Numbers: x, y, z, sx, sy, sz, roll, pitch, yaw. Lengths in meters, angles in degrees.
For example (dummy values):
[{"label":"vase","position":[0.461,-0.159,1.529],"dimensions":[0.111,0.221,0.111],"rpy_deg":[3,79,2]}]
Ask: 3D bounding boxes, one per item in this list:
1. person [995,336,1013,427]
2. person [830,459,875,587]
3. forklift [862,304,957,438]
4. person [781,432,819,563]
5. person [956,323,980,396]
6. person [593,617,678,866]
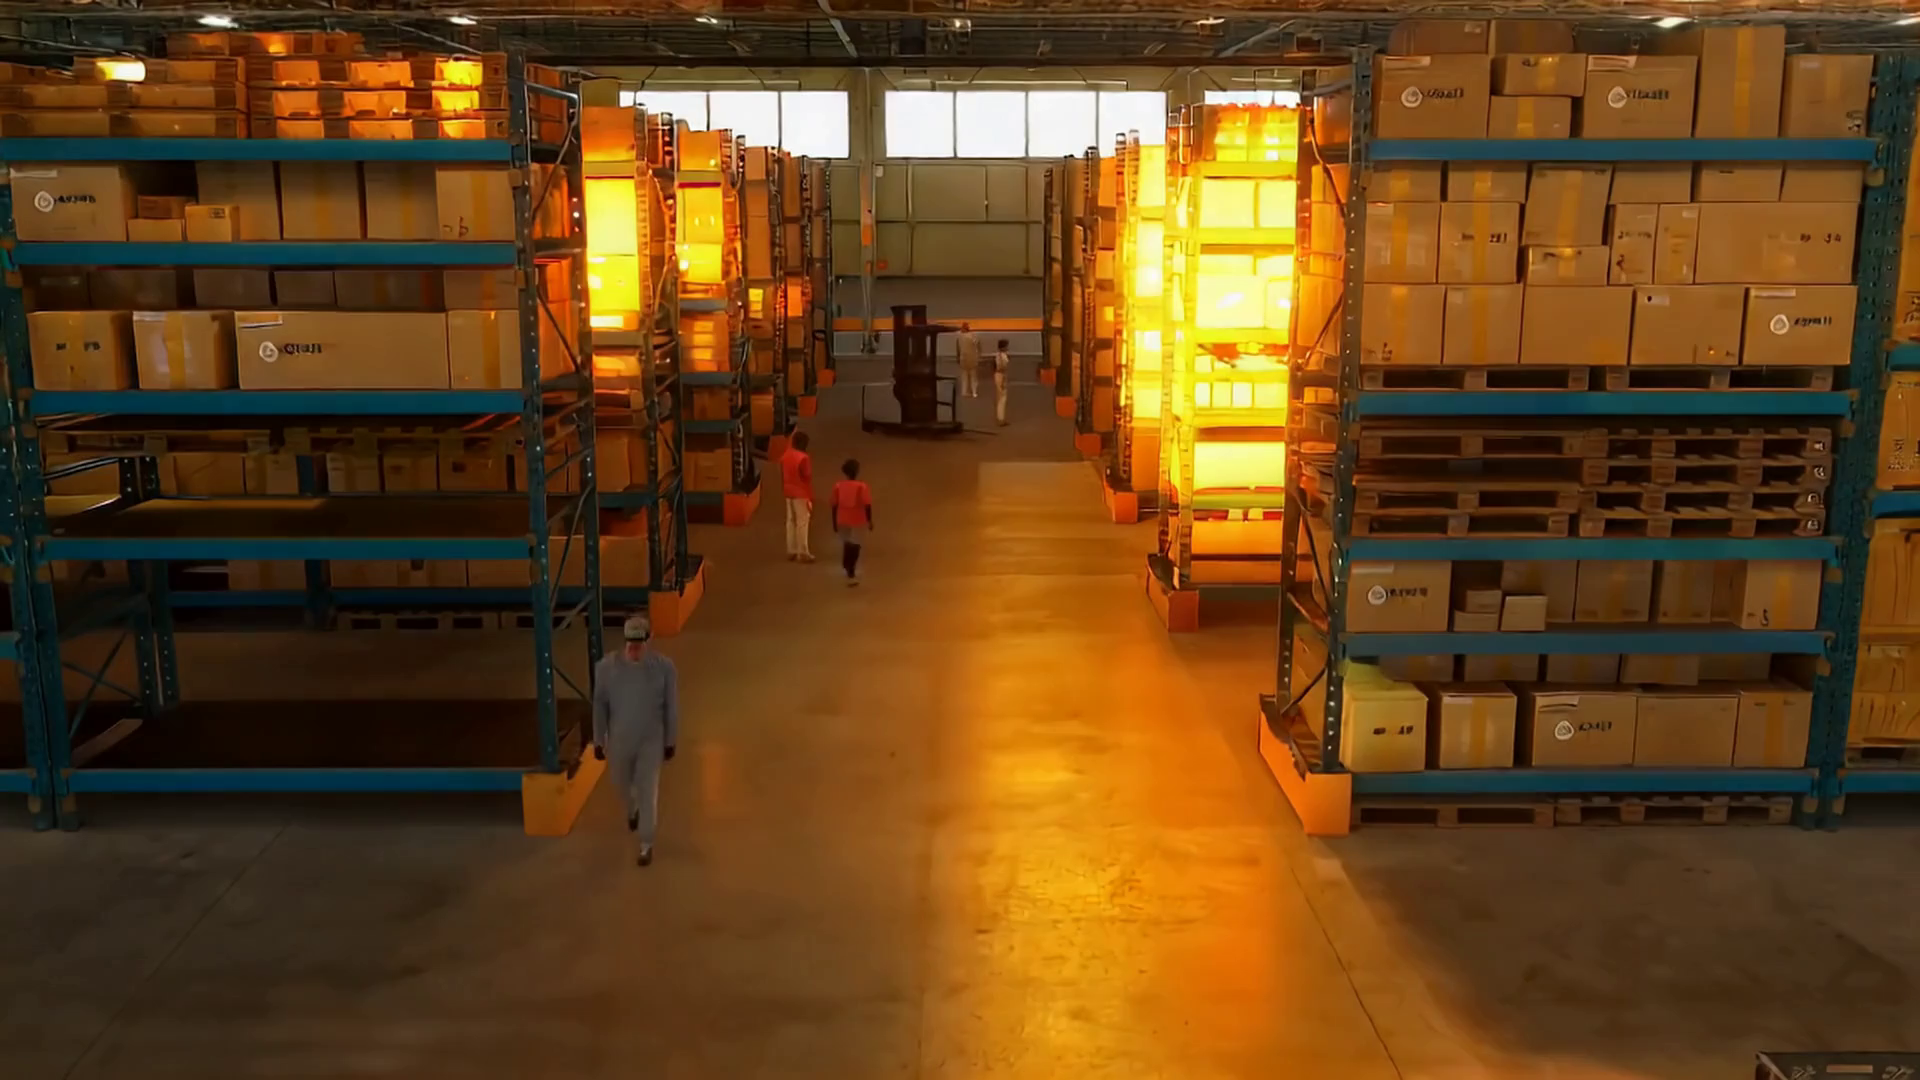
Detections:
[{"label":"person","position":[0.997,-3.585,37.559],"dimensions":[0.393,2.039,0.613],"rpy_deg":[0,11,-2]},{"label":"person","position":[-1.391,-0.238,21.868],"dimensions":[0.540,1.675,0.567],"rpy_deg":[5,12,23]},{"label":"forklift","position":[-1.109,-3.705,36.061],"dimensions":[1.873,2.768,1.129],"rpy_deg":[7,13,30]},{"label":"person","position":[-2.231,-0.601,23.264],"dimensions":[0.429,1.843,0.627],"rpy_deg":[-9,14,-37]},{"label":"person","position":[0.222,-4.715,43.509],"dimensions":[0.638,1.902,0.407],"rpy_deg":[3,12,14]},{"label":"person","position":[-2.487,1.484,12.837],"dimensions":[0.640,1.882,0.831],"rpy_deg":[0,11,0]}]
